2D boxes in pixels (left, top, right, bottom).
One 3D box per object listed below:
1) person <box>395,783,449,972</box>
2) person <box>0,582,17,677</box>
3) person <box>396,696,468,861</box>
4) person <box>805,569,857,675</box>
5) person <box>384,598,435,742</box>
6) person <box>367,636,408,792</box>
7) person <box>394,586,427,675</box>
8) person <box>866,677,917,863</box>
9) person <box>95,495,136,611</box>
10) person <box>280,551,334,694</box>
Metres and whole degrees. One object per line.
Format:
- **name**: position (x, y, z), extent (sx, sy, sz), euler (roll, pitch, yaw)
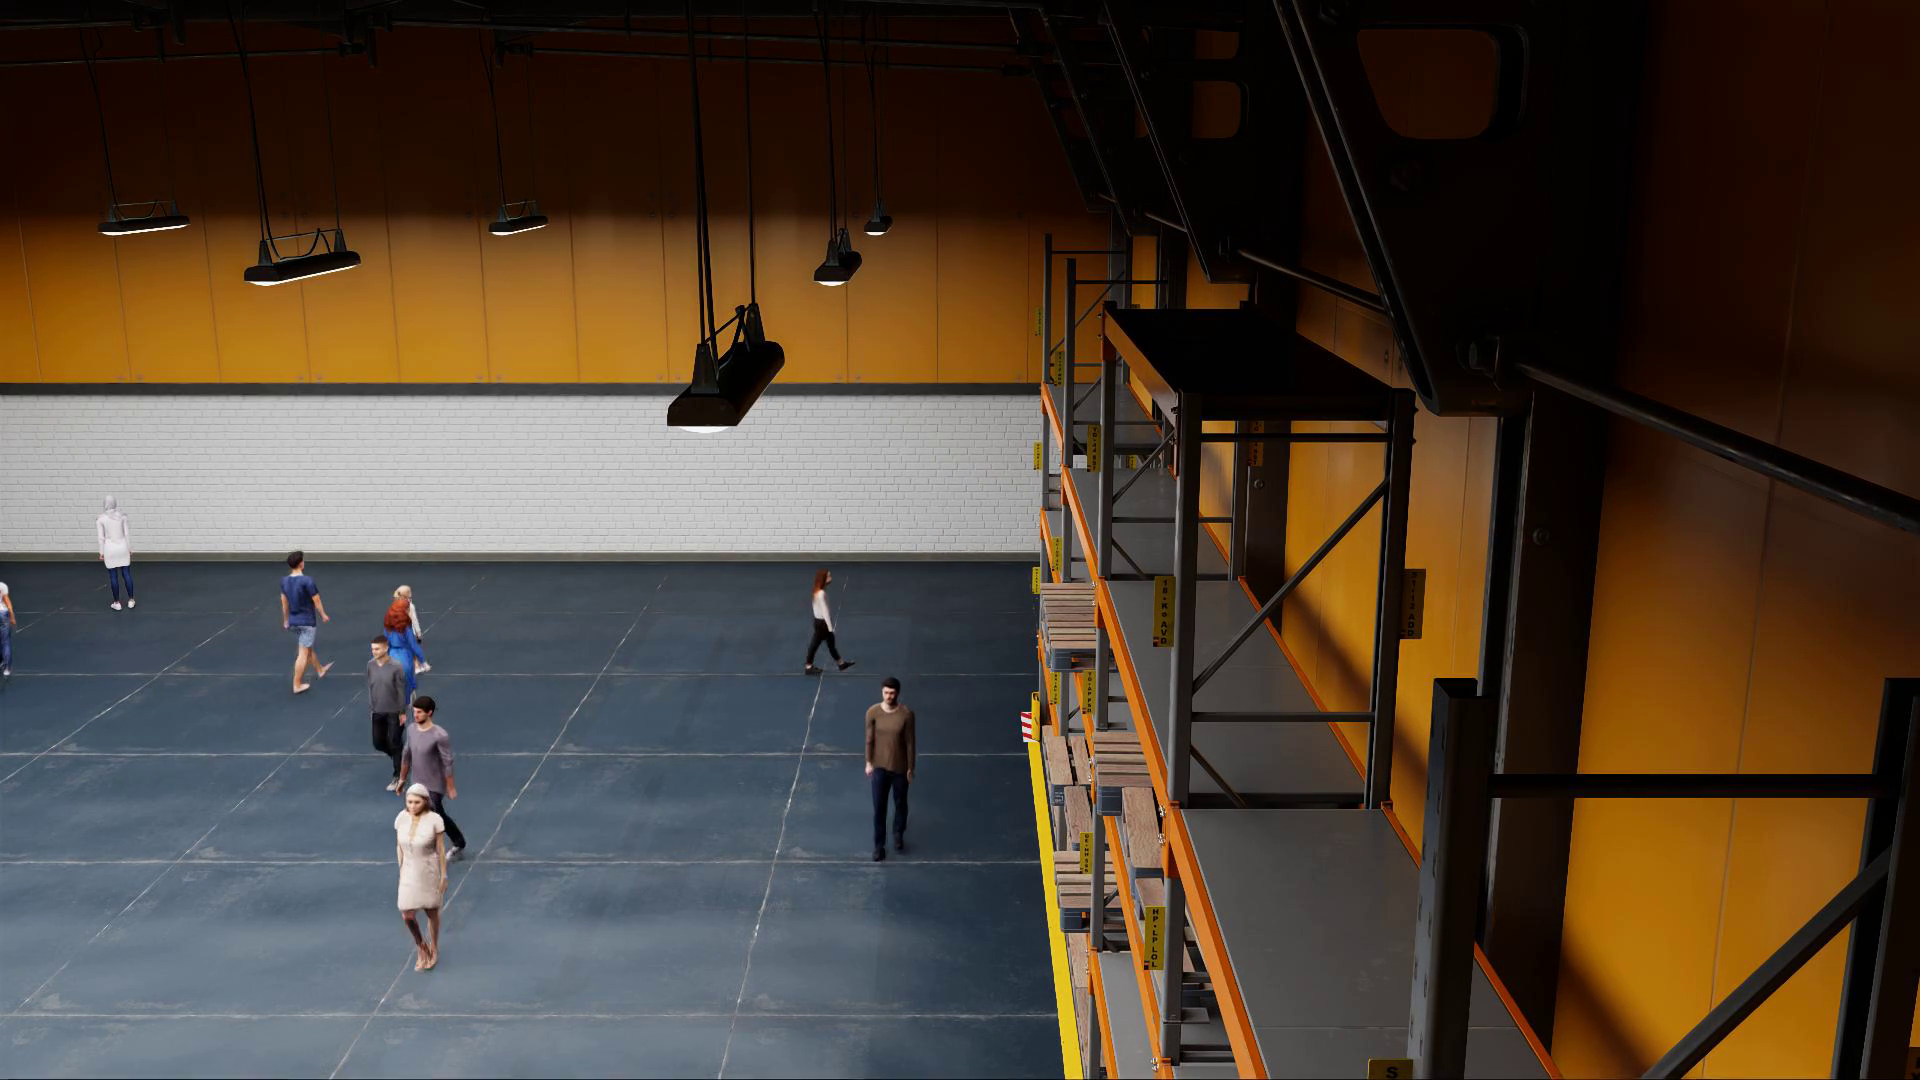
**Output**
- **person**: position (-4.623, 2.890, 14.395), extent (0.621, 1.720, 0.669), euler (1, 14, 4)
- **person**: position (-12.860, 1.095, 22.238), extent (0.957, 1.517, 1.176), euler (-8, 16, -30)
- **person**: position (-5.130, 2.387, 16.289), extent (1.103, 1.807, 1.278), euler (9, 16, 32)
- **person**: position (-1.932, 1.120, 22.273), extent (0.690, 1.451, 0.870), euler (-2, 14, -7)
- **person**: position (-6.651, 1.597, 19.580), extent (0.936, 1.792, 1.056), euler (9, 16, 33)
- **person**: position (-6.309, 1.881, 18.501), extent (0.711, 1.748, 0.829), euler (2, 14, 8)
- **person**: position (-7.394, 1.247, 22.171), extent (0.826, 1.254, 0.906), euler (12, 18, 41)
- **person**: position (-0.677, 2.253, 16.738), extent (0.710, 1.855, 0.999), euler (1, 14, 3)
- **person**: position (-12.928, 0.180, 25.470), extent (0.690, 1.775, 0.720), euler (-10, 17, -36)
- **person**: position (-8.591, 1.100, 21.601), extent (0.851, 1.807, 1.171), euler (4, 14, 18)
